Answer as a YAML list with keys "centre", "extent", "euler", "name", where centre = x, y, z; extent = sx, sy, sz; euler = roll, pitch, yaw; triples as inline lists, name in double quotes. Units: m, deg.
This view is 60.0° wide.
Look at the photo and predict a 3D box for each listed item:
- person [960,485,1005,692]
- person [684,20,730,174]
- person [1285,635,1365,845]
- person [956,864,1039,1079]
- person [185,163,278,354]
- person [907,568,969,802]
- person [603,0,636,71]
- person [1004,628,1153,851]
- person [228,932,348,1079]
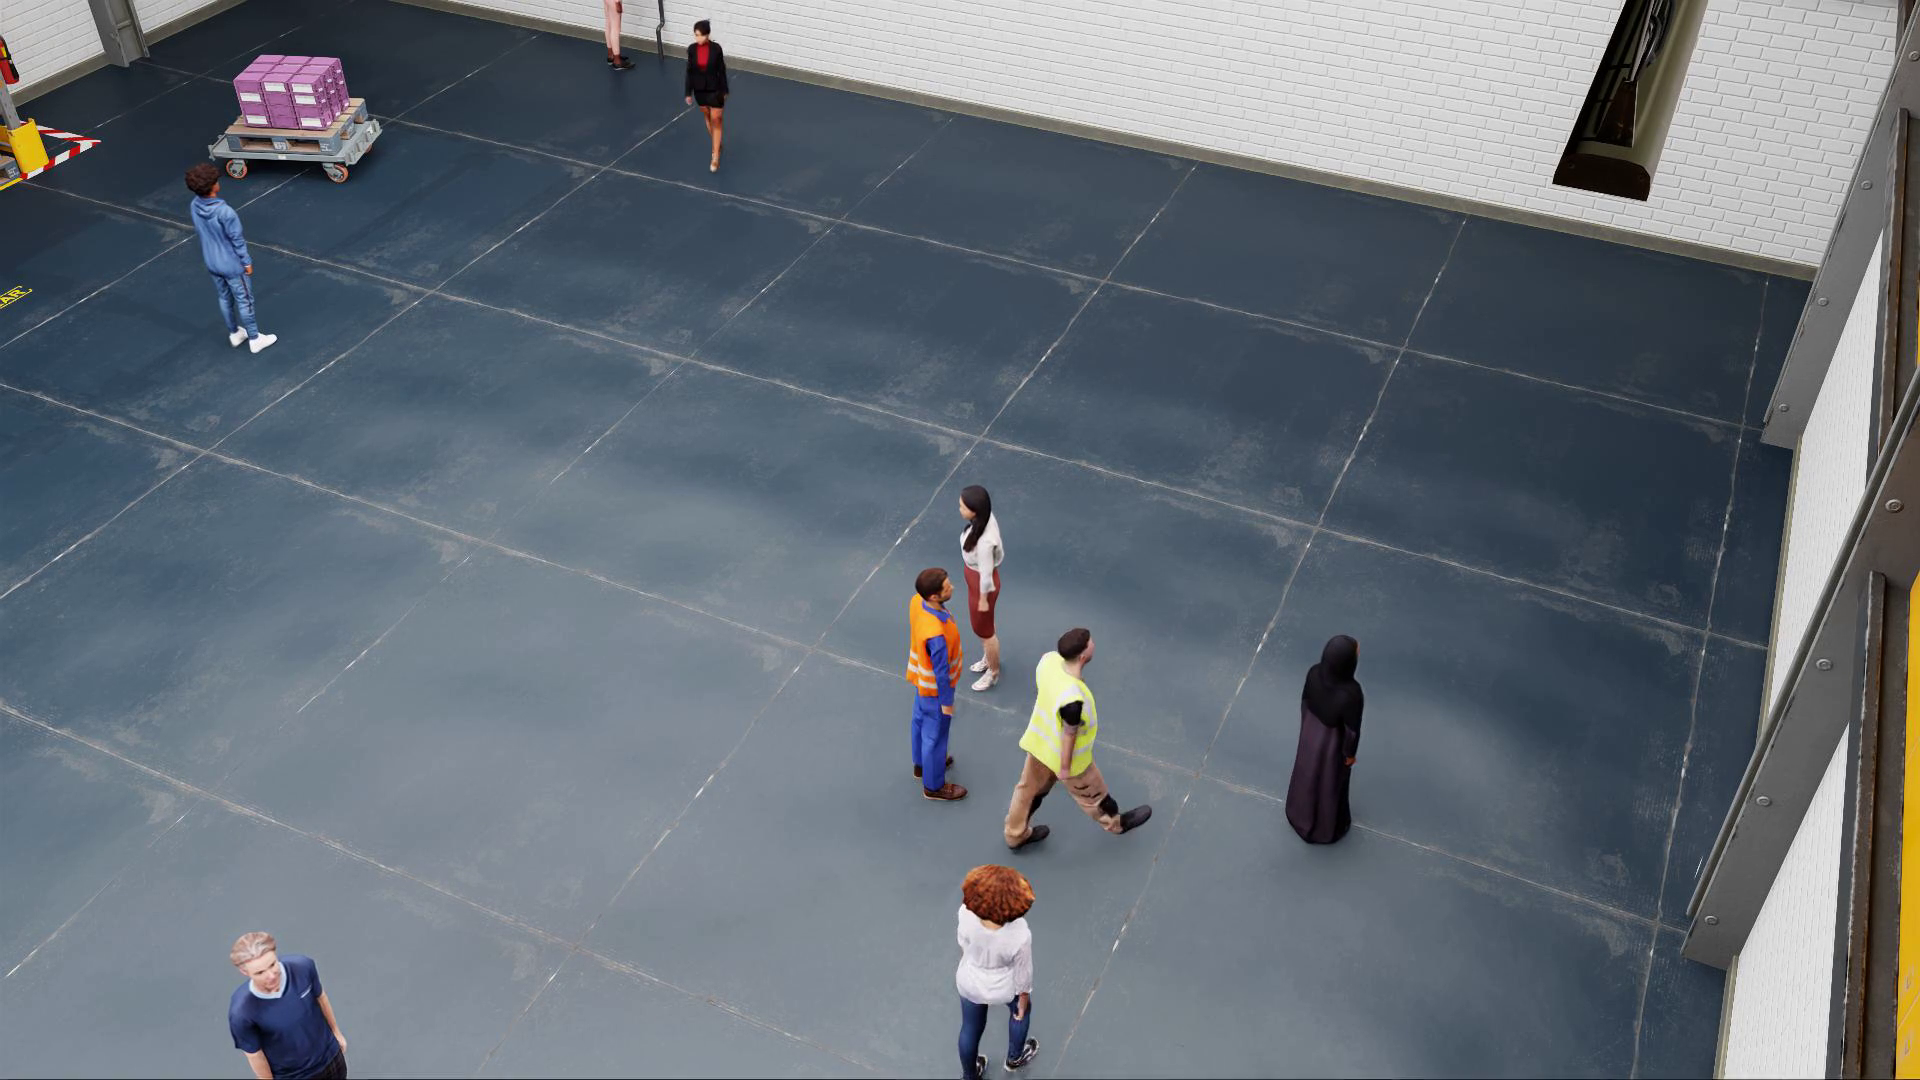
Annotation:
- centre: [0.154, 0.330, 11.546]
  extent: [0.739, 1.747, 0.632]
  euler: [-4, 39, -4]
  name: "person"
- centre: [-2.733, -4.902, 18.205]
  extent: [0.766, 1.612, 1.025]
  euler: [5, 39, 7]
  name: "person"
- centre: [2.320, 1.242, 10.511]
  extent: [0.742, 1.615, 0.713]
  euler: [-23, 44, -26]
  name: "person"
- centre: [0.126, 2.434, 8.953]
  extent: [0.640, 1.696, 0.700]
  euler: [15, 41, 18]
  name: "person"
- centre: [-6.681, -2.563, 15.121]
  extent: [0.660, 1.807, 0.548]
  euler: [15, 41, 18]
  name: "person"
- centre: [-0.168, 0.911, 10.725]
  extent: [0.845, 1.863, 0.770]
  euler: [-10, 40, -12]
  name: "person"
- centre: [-4.260, -6.613, 20.260]
  extent: [0.742, 1.721, 0.703]
  euler: [-16, 41, -19]
  name: "person"
- centre: [0.561, 1.302, 10.298]
  extent: [1.249, 1.785, 1.179]
  euler: [-13, 40, -16]
  name: "person"
- centre: [-3.394, 2.658, 8.531]
  extent: [0.758, 1.872, 0.548]
  euler: [24, 45, 27]
  name: "person"
